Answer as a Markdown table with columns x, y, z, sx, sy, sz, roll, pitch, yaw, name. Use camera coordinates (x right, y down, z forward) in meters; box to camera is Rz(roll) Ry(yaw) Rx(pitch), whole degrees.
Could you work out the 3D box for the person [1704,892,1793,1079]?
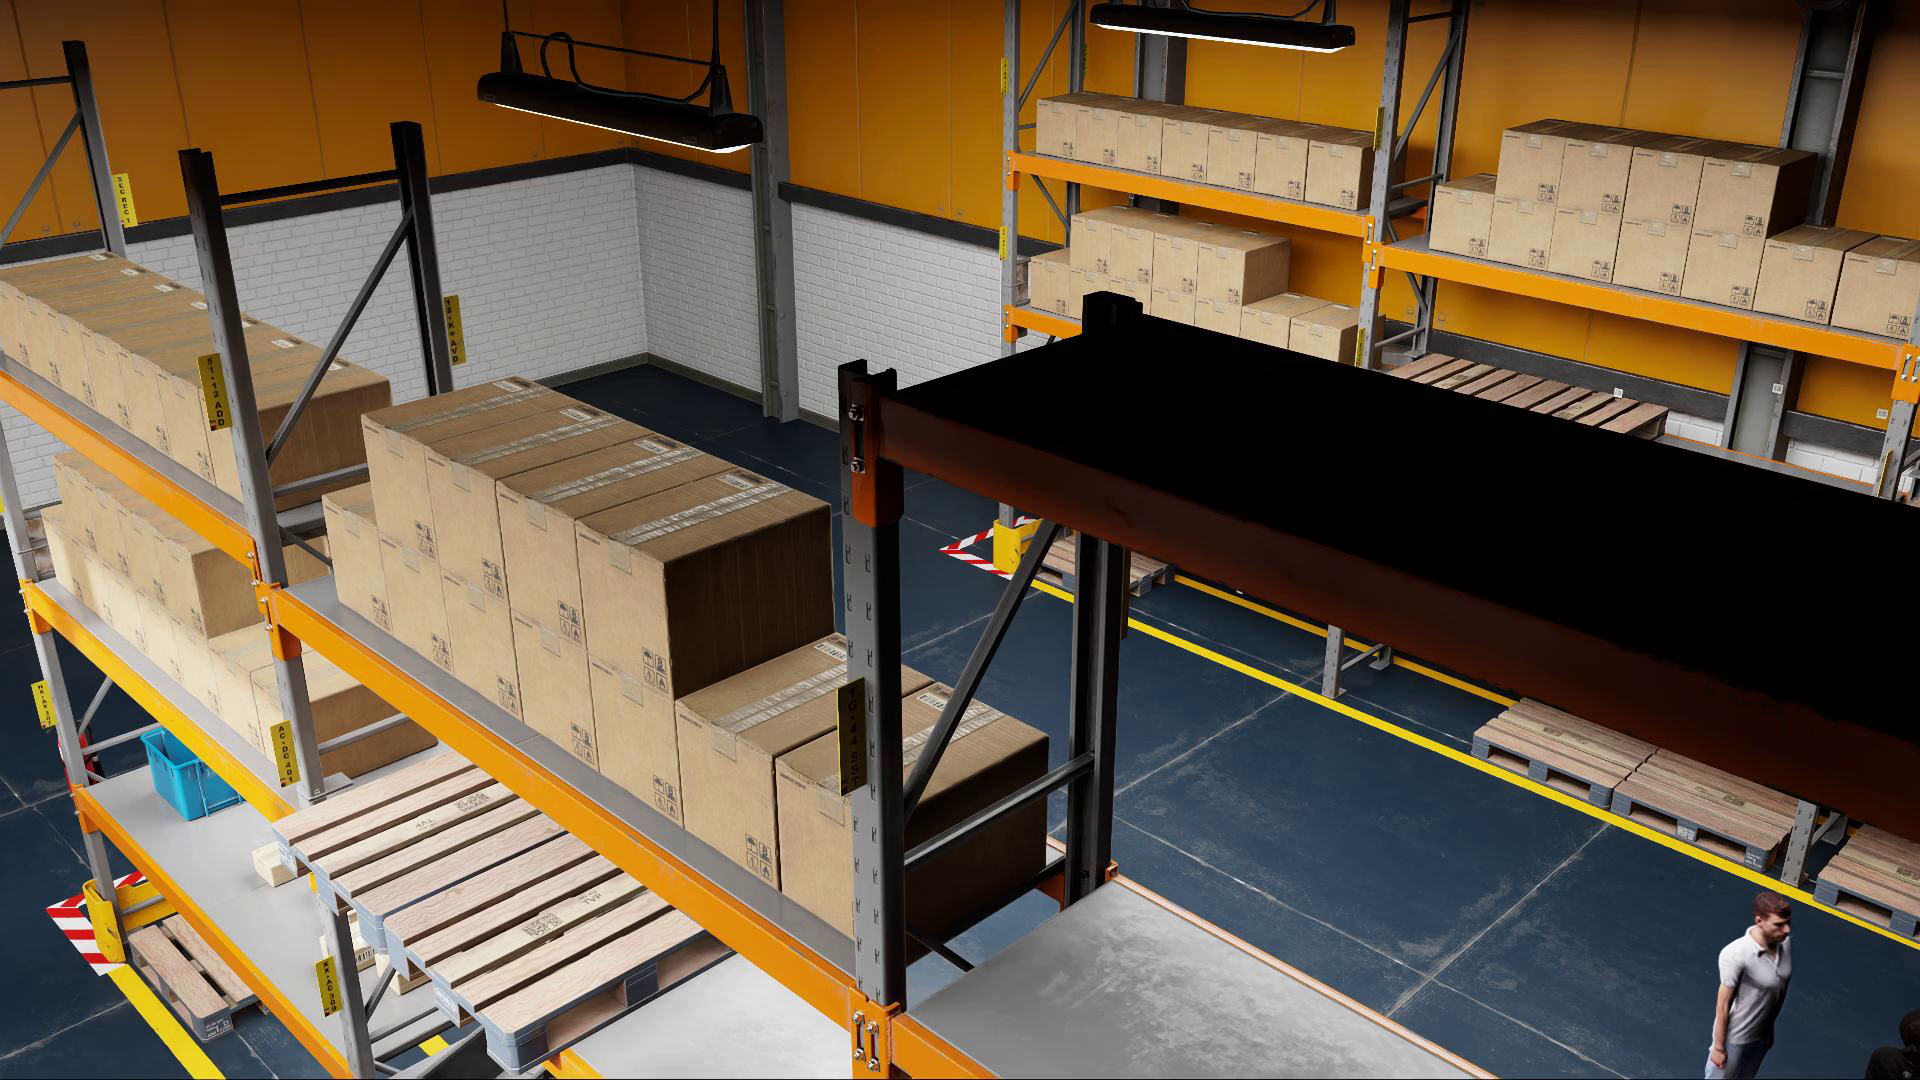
| x | y | z | sx | sy | sz | roll | pitch | yaw | name |
| --- | --- | --- | --- | --- | --- | --- | --- | --- | --- |
| 4.414 | 2.773 | 9.396 | 0.699 | 1.851 | 0.633 | -13 | 27 | -27 | person |
